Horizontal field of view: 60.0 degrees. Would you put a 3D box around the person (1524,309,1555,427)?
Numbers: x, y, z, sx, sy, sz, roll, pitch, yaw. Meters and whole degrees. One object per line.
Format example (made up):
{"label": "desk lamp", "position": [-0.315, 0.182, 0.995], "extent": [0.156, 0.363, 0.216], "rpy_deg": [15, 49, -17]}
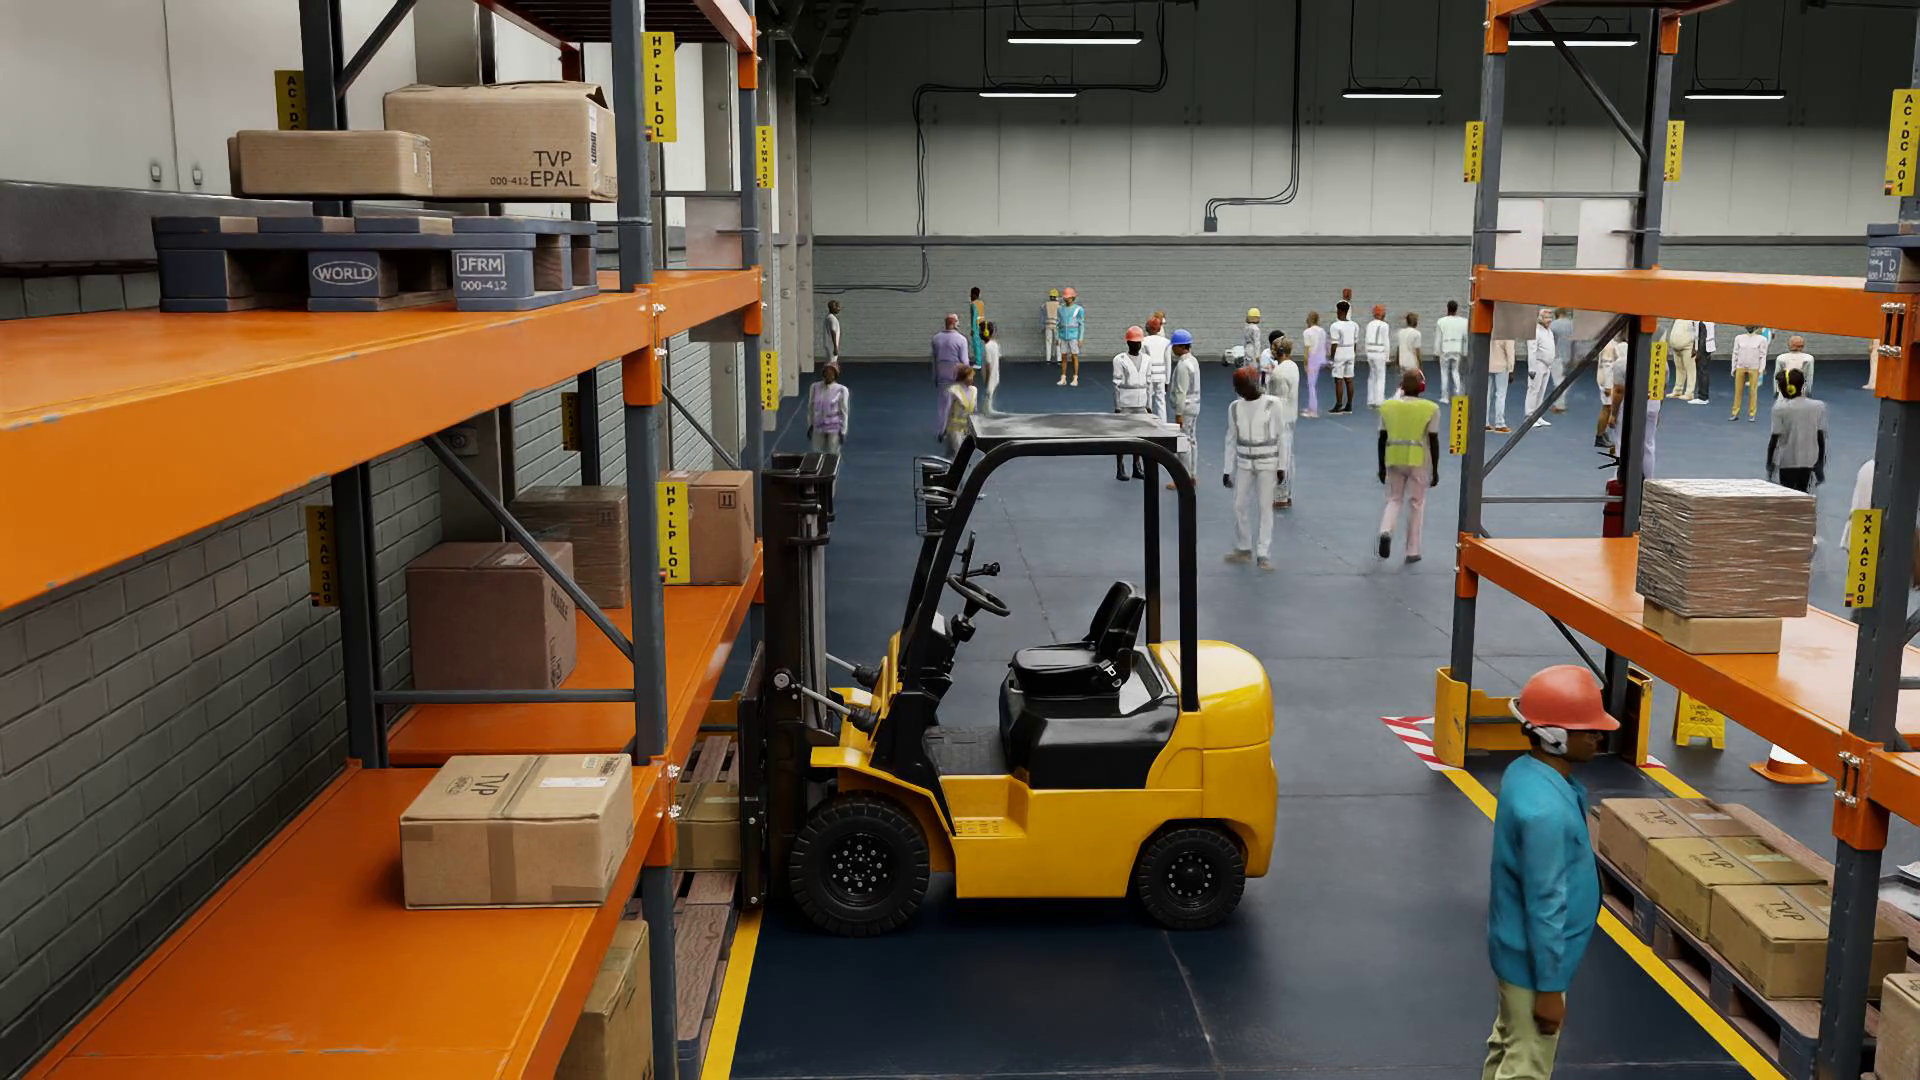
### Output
{"label": "person", "position": [9.435, -2.791, 26.989], "extent": [0.402, 1.904, 0.652], "rpy_deg": [9, 14, 43]}

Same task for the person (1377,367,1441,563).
{"label": "person", "position": [4.149, -0.682, 15.454], "extent": [0.571, 1.830, 0.489], "rpy_deg": [7, 12, 33]}

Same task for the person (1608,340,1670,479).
{"label": "person", "position": [7.889, -1.516, 19.508], "extent": [0.680, 2.000, 0.537], "rpy_deg": [-2, 10, -11]}

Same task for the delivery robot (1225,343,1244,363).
{"label": "delivery robot", "position": [6.673, -4.467, 39.822], "extent": [0.707, 0.478, 0.477], "rpy_deg": [-9, 14, -40]}

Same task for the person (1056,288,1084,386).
{"label": "person", "position": [2.251, -4.198, 34.443], "extent": [0.615, 2.039, 0.390], "rpy_deg": [5, 12, 28]}

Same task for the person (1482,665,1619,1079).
{"label": "person", "position": [1.758, 1.229, 5.006], "extent": [0.328, 1.753, 0.560], "rpy_deg": [2, 10, 13]}

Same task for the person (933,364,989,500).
{"label": "person", "position": [-0.065, -1.271, 19.439], "extent": [0.880, 1.576, 0.508], "rpy_deg": [7, 12, 33]}

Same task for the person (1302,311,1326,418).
{"label": "person", "position": [6.029, -2.996, 28.449], "extent": [0.521, 1.809, 0.620], "rpy_deg": [-8, 13, -39]}

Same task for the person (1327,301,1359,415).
{"label": "person", "position": [6.628, -3.156, 28.846], "extent": [0.608, 1.966, 0.372], "rpy_deg": [-6, 12, -31]}

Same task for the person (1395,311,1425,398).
{"label": "person", "position": [7.527, -2.916, 27.878], "extent": [0.442, 1.831, 0.518], "rpy_deg": [-5, 11, -27]}

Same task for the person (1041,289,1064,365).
{"label": "person", "position": [2.274, -5.191, 40.557], "extent": [0.591, 1.833, 0.404], "rpy_deg": [2, 10, 12]}

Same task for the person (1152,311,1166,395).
{"label": "person", "position": [3.882, -3.644, 32.497], "extent": [0.283, 1.633, 0.500], "rpy_deg": [4, 11, 21]}

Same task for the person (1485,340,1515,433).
{"label": "person", "position": [8.417, -2.667, 26.044], "extent": [0.389, 1.992, 0.625], "rpy_deg": [-7, 12, -35]}

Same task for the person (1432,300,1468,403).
{"label": "person", "position": [9.121, -3.500, 30.957], "extent": [0.598, 1.905, 0.440], "rpy_deg": [-1, 10, -7]}

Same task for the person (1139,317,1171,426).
{"label": "person", "position": [2.867, -2.370, 24.741], "extent": [0.581, 1.878, 0.364], "rpy_deg": [-4, 11, -19]}

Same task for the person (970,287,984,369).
{"label": "person", "position": [0.408, -4.999, 39.254], "extent": [0.370, 1.916, 0.597], "rpy_deg": [3, 11, 18]}

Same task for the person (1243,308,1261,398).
{"label": "person", "position": [5.507, -3.486, 31.307], "extent": [0.293, 1.745, 0.486], "rpy_deg": [-3, 11, -18]}

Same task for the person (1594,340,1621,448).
{"label": "person", "position": [9.483, -2.302, 24.215], "extent": [0.390, 1.922, 0.554], "rpy_deg": [6, 12, 29]}

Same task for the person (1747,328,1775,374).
{"label": "person", "position": [18.073, -4.700, 37.528], "extent": [0.635, 1.937, 0.355], "rpy_deg": [2, 10, 8]}

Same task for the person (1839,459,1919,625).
{"label": "person", "position": [6.039, 0.130, 10.917], "extent": [0.404, 1.832, 0.675], "rpy_deg": [1, 10, 3]}

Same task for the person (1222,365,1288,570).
{"label": "person", "position": [2.727, -0.672, 15.333], "extent": [0.672, 1.860, 0.396], "rpy_deg": [8, 13, 37]}

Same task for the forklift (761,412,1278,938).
{"label": "forklift", "position": [0.291, 0.548, 7.580], "extent": [2.313, 2.155, 1.214], "rpy_deg": [0, 10, -2]}

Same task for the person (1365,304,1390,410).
{"label": "person", "position": [7.440, -3.257, 29.658], "extent": [0.349, 1.881, 0.590], "rpy_deg": [-4, 11, -22]}

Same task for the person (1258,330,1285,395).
{"label": "person", "position": [4.667, -2.303, 24.898], "extent": [0.356, 1.682, 0.542], "rpy_deg": [10, 14, 43]}

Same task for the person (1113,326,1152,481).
{"label": "person", "position": [2.179, -1.714, 20.894], "extent": [0.546, 1.938, 0.360], "rpy_deg": [-5, 11, -26]}

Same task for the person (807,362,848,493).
{"label": "person", "position": [-1.531, -1.247, 19.155], "extent": [0.545, 1.616, 0.357], "rpy_deg": [5, 11, 24]}

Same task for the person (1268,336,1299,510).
{"label": "person", "position": [3.594, -1.308, 18.629], "extent": [0.358, 1.938, 0.636], "rpy_deg": [5, 11, 24]}

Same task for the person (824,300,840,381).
{"label": "person", "position": [-2.520, -3.812, 32.844], "extent": [0.325, 1.842, 0.517], "rpy_deg": [-3, 11, -18]}

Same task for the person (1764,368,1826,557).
{"label": "person", "position": [7.702, -0.670, 15.353], "extent": [0.532, 1.840, 0.443], "rpy_deg": [0, 10, -1]}

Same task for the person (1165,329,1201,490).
{"label": "person", "position": [2.696, -1.567, 20.087], "extent": [0.420, 1.939, 0.612], "rpy_deg": [4, 11, 20]}

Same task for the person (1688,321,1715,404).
{"label": "person", "position": [13.745, -3.470, 30.735], "extent": [0.372, 1.916, 0.597], "rpy_deg": [7, 12, 35]}

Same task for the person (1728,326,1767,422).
{"label": "person", "position": [13.128, -2.852, 27.713], "extent": [0.525, 1.770, 0.306], "rpy_deg": [8, 13, 38]}

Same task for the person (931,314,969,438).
{"label": "person", "position": [-0.123, -2.474, 25.251], "extent": [0.645, 1.899, 0.397], "rpy_deg": [7, 13, 36]}

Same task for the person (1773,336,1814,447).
{"label": "person", "position": [12.073, -2.138, 24.126], "extent": [0.517, 1.633, 0.312], "rpy_deg": [6, 12, 32]}

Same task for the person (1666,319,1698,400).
{"label": "person", "position": [13.774, -3.691, 31.620], "extent": [0.538, 2.000, 0.682], "rpy_deg": [-2, 10, -11]}

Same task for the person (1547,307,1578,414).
{"label": "person", "position": [10.387, -3.172, 29.094], "extent": [0.636, 1.904, 0.838], "rpy_deg": [-4, 11, -23]}

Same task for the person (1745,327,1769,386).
{"label": "person", "position": [16.596, -4.114, 34.556], "extent": [0.353, 1.837, 0.511], "rpy_deg": [6, 12, 30]}

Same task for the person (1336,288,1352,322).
{"label": "person", "position": [9.181, -5.070, 39.770], "extent": [0.362, 1.878, 0.584], "rpy_deg": [-3, 10, -14]}
